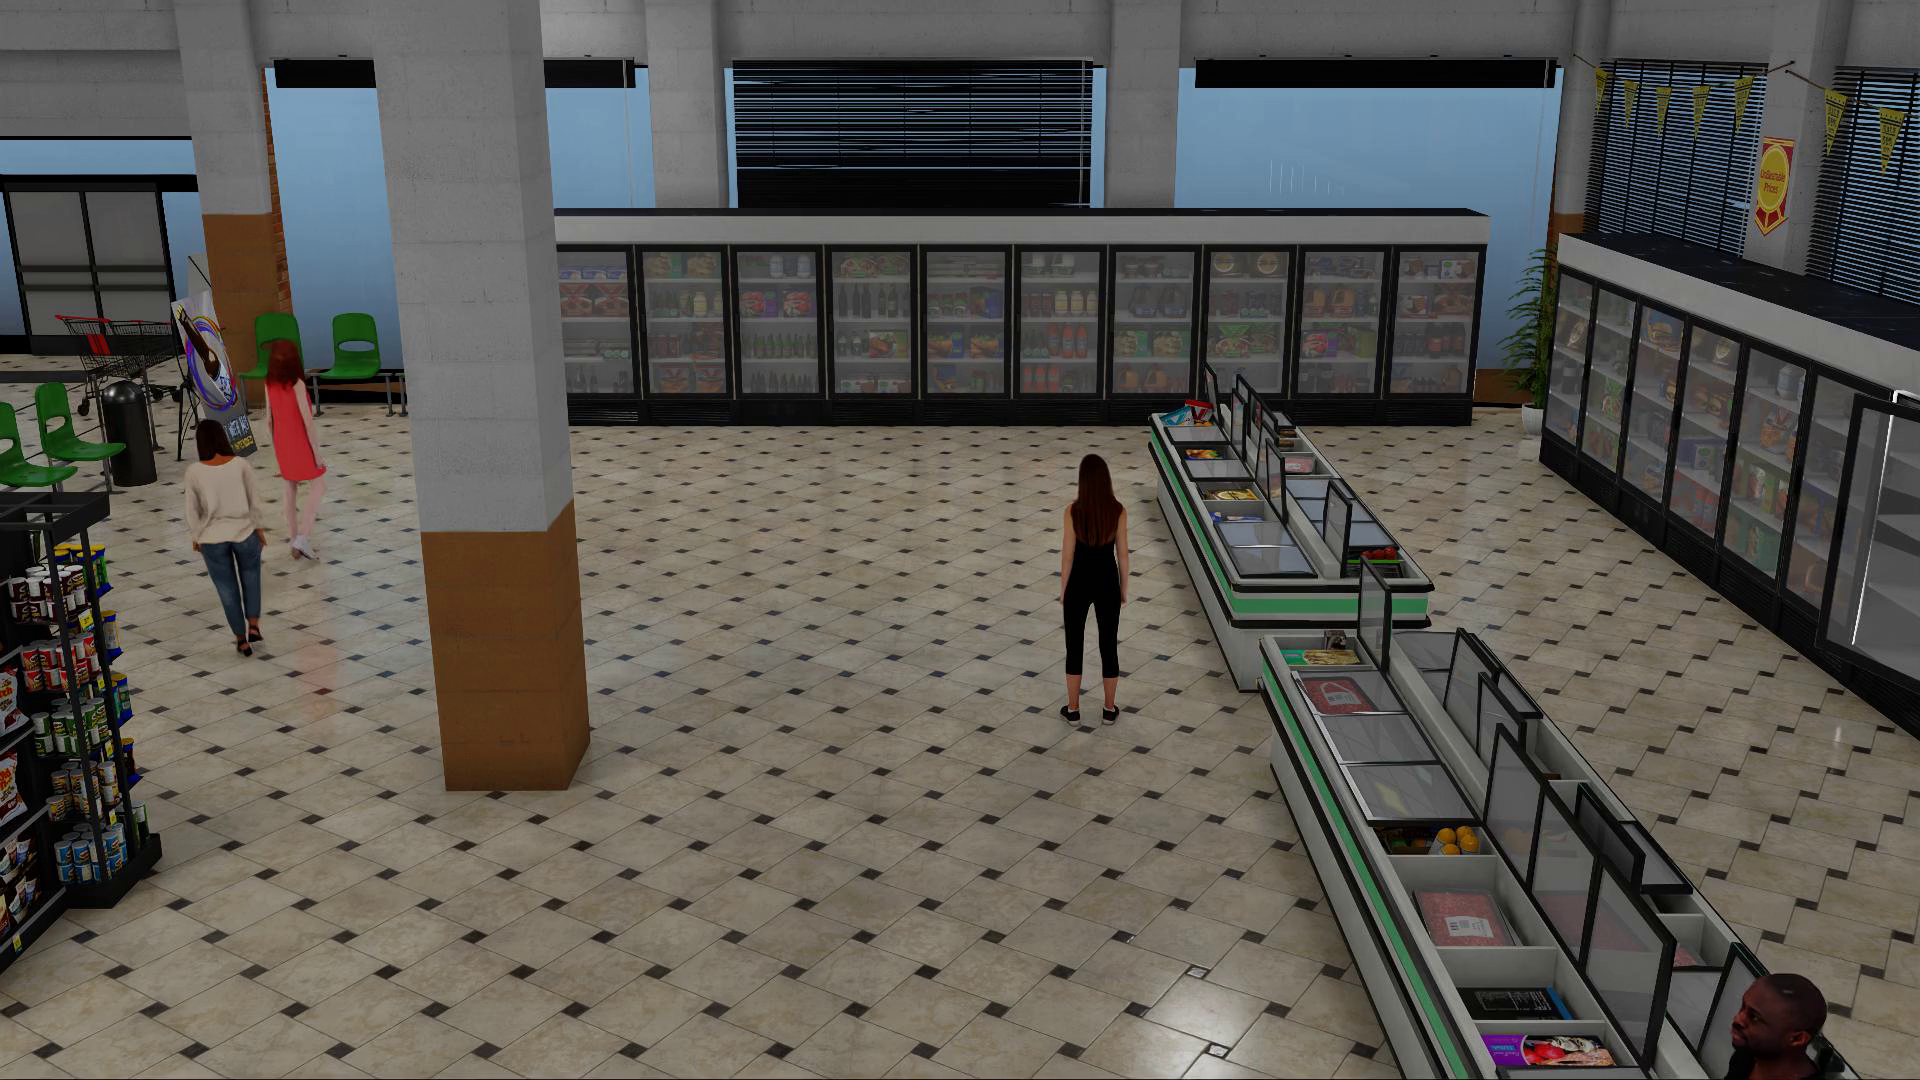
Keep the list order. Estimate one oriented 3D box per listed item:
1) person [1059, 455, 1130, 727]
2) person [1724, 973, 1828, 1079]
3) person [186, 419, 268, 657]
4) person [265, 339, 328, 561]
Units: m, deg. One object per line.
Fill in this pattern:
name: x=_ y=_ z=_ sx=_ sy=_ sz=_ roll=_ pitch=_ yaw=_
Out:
person: x=0.818 y=0.310 z=10.303 sx=0.576 sy=1.725 sz=0.502 roll=-1 pitch=17 yaw=-2
person: x=2.256 y=2.028 z=4.552 sx=0.715 sy=1.780 sz=1.126 roll=0 pitch=17 yaw=1
person: x=-4.998 y=0.009 z=11.389 sx=0.748 sy=1.672 sz=0.763 roll=-9 pitch=19 yaw=-26
person: x=-5.425 y=-0.709 z=13.490 sx=0.752 sy=1.824 sz=0.755 roll=7 pitch=18 yaw=21
